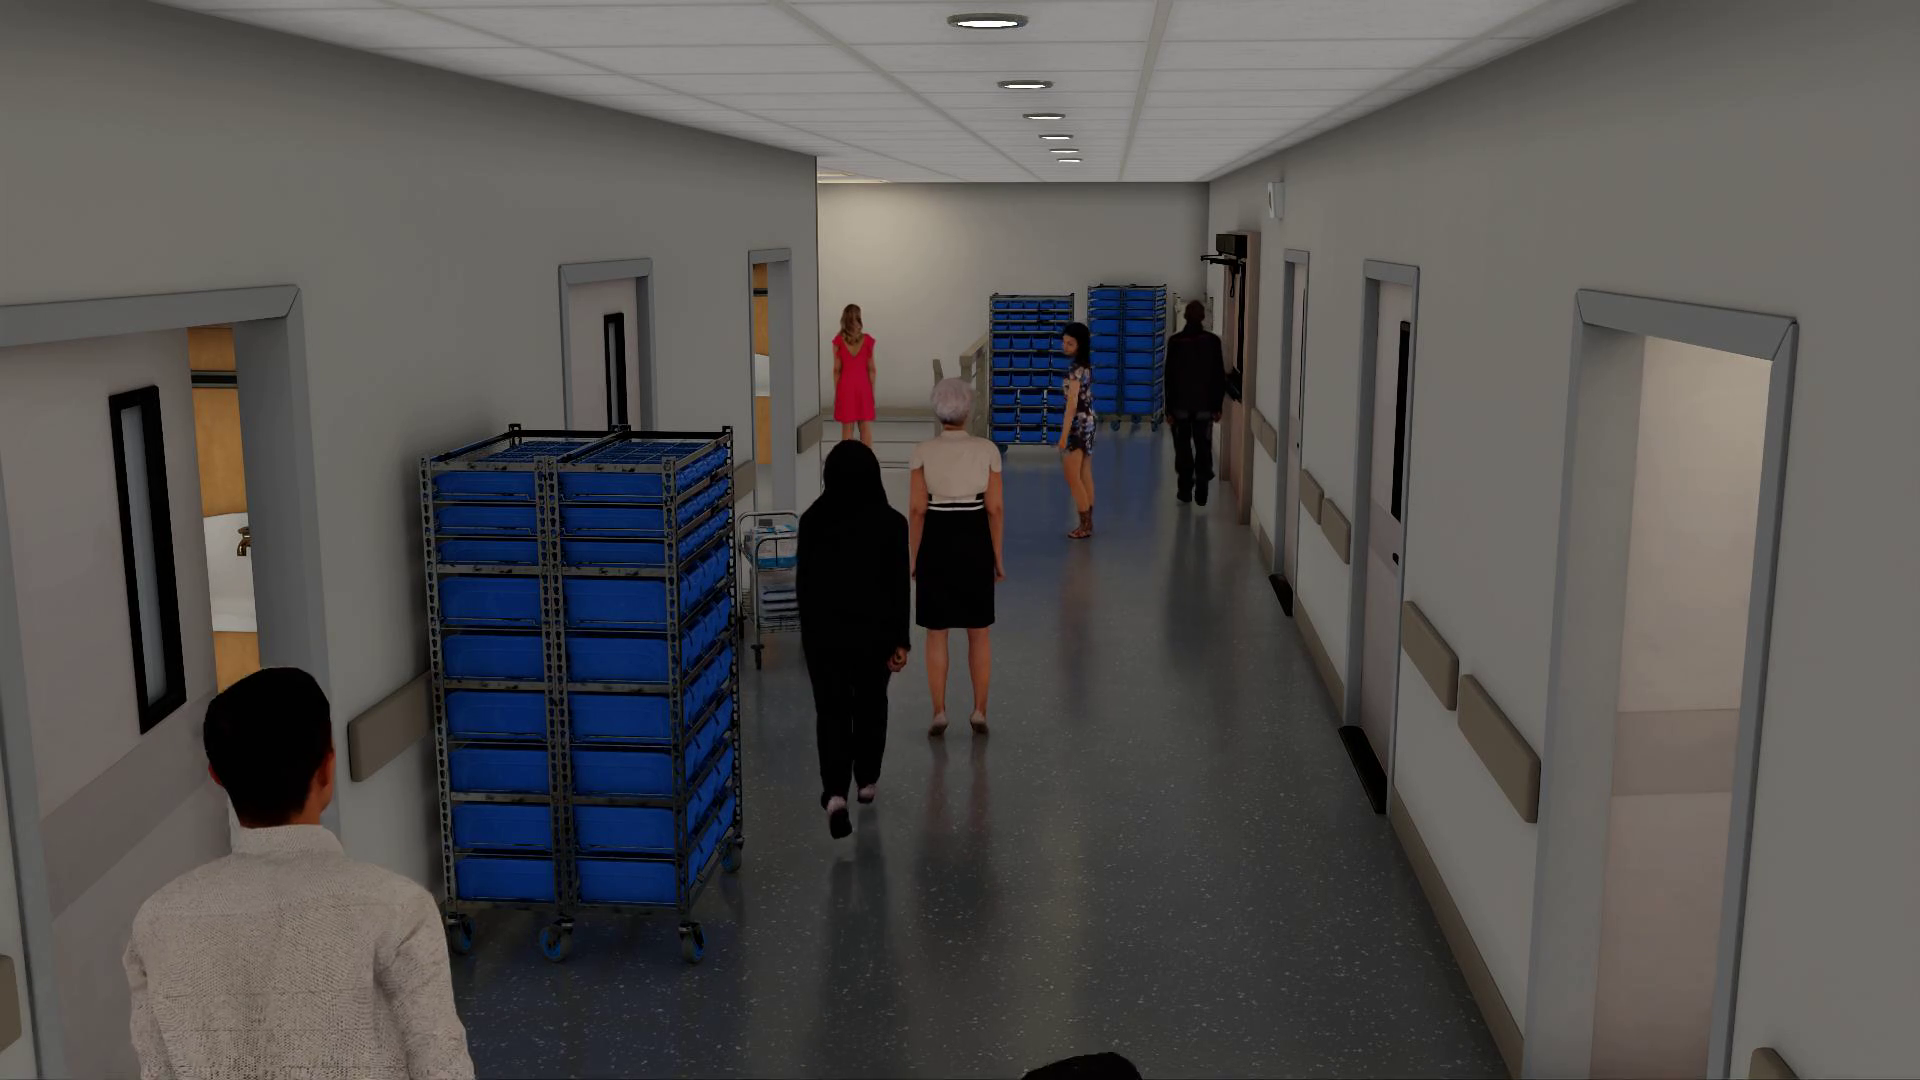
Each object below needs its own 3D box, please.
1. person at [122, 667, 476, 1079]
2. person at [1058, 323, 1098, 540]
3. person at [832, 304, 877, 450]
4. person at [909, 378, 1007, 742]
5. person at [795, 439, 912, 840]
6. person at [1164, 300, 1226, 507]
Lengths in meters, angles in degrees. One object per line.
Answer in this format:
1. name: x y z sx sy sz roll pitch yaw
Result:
1. person: -1.020 1.121 2.553 0.708 1.782 1.112 2 11 10
2. person: 0.979 -0.880 13.275 0.814 1.717 0.480 5 12 25
3. person: -1.028 -1.431 16.145 0.620 1.727 0.605 -1 11 -8
4. person: -0.023 0.097 8.026 0.661 1.753 0.569 -1 11 -3
5. person: -0.442 0.420 6.775 0.745 1.585 1.157 -1 11 -5
6. person: 2.052 -1.180 14.630 0.724 1.800 1.078 0 11 2
